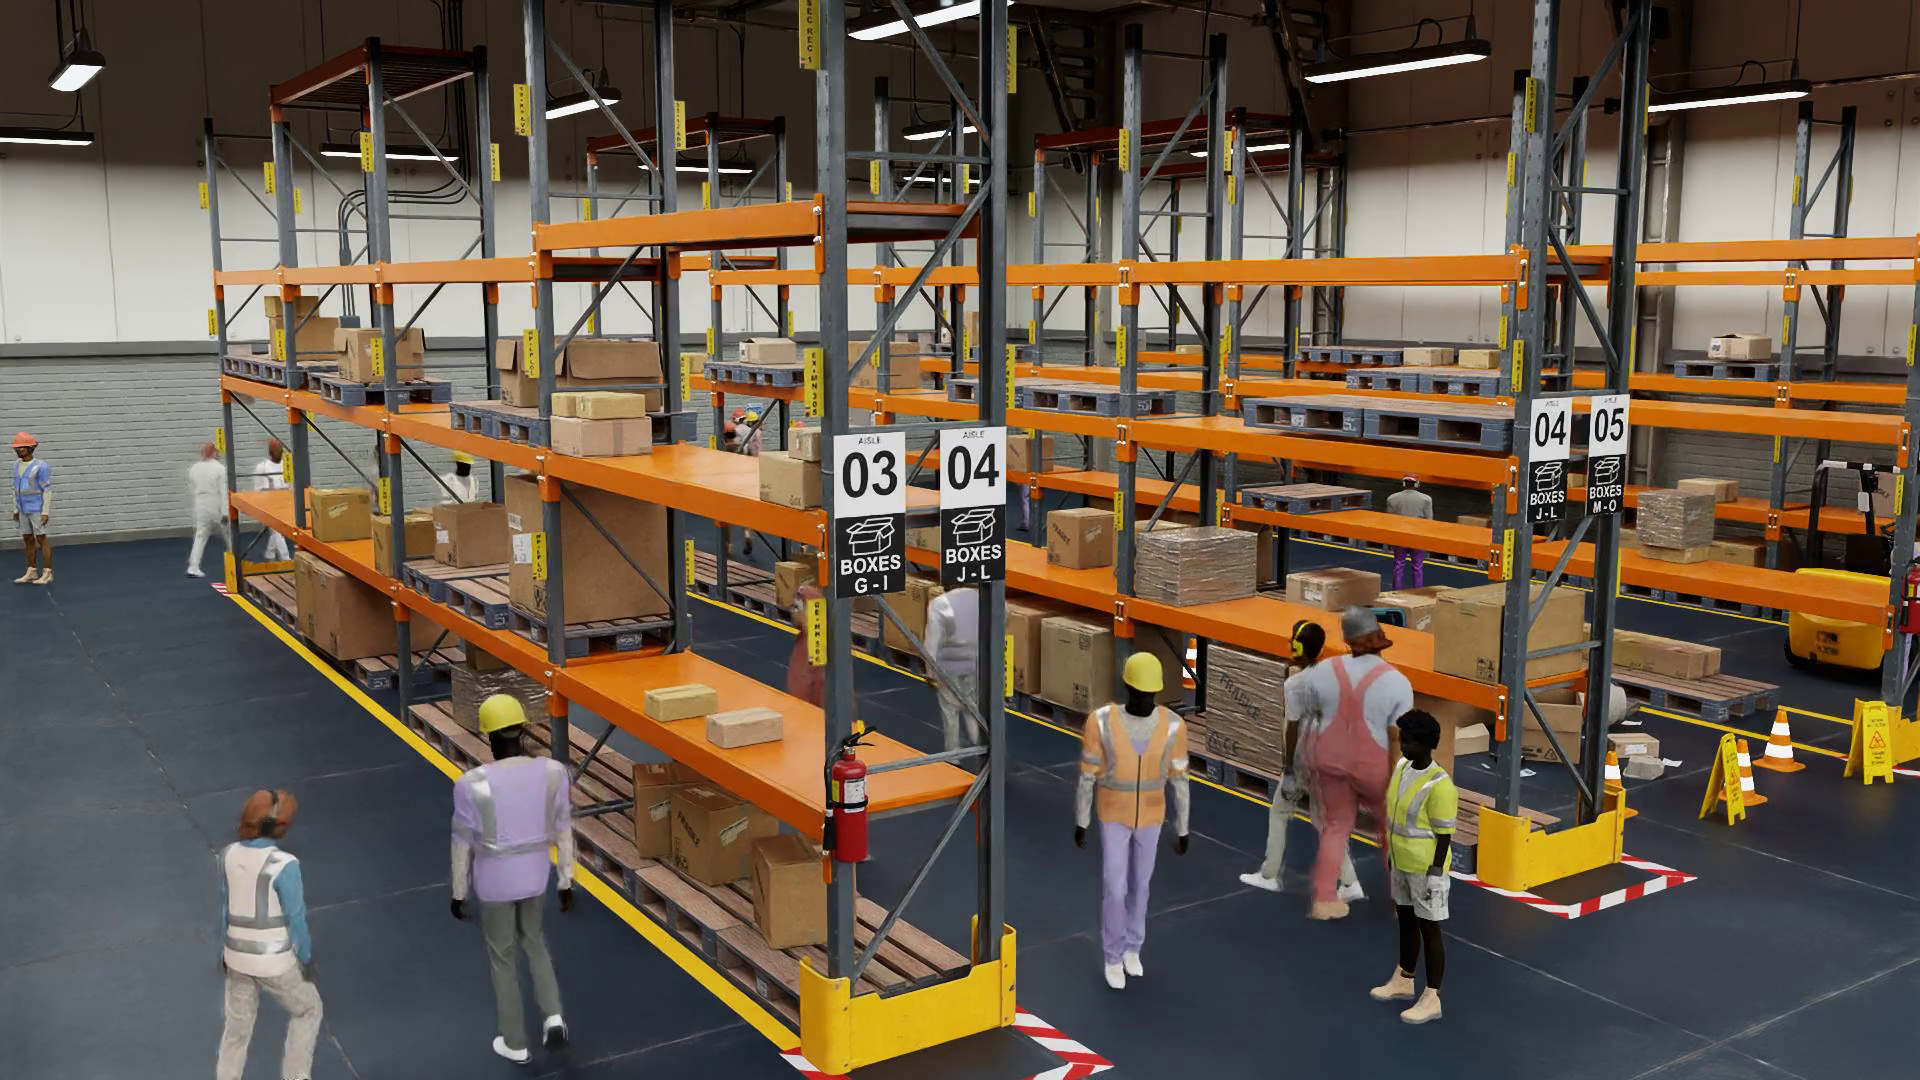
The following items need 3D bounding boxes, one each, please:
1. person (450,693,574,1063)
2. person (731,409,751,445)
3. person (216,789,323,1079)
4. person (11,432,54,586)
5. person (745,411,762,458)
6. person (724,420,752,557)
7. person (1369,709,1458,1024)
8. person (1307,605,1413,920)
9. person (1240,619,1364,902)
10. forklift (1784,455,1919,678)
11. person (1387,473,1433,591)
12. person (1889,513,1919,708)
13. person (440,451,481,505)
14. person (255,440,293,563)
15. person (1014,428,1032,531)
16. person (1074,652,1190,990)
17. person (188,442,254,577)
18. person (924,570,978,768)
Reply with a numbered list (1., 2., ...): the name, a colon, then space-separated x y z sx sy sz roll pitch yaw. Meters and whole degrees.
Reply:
1. person: -2.259 1.714 8.407 0.580 1.902 0.442 -7 11 -38
2. person: -4.030 -1.524 30.458 0.328 1.753 0.560 3 9 19
3. person: -3.244 1.953 7.744 0.535 1.616 0.484 5 10 31
4. person: -12.341 -0.409 22.076 0.605 2.045 0.379 3 9 20
5. person: -3.665 -1.412 29.678 0.328 1.765 0.528 -3 9 -19
6. person: -3.294 -0.739 24.331 0.645 2.024 0.697 -4 10 -27
7. person: 2.457 1.737 8.950 0.319 1.692 0.533 -2 9 -15
8. person: 2.524 1.350 10.370 0.697 2.000 0.777 6 10 34
9. person: 2.219 1.414 10.638 0.548 1.839 0.868 -7 11 -38
10. forklift: 9.643 0.253 17.172 2.313 2.155 1.214 -6 10 -33
11. person: 5.540 -0.028 20.499 0.563 1.752 0.327 3 9 20
12. person: 8.954 0.665 15.584 0.516 1.843 0.327 2 9 15
13. person: -6.383 -0.237 21.361 0.453 1.907 0.613 5 10 29
14. person: -9.568 -0.489 23.337 0.965 1.840 0.583 5 10 31
15. person: 1.108 -1.025 27.096 0.533 1.768 0.311 -6 11 -36
16. person: 0.977 1.565 9.343 0.641 1.911 0.636 -1 9 -7
17. person: -10.255 -0.424 22.868 0.659 1.852 1.011 2 9 15
18. person: -0.020 1.000 13.423 0.617 1.819 0.432 -5 10 -30
